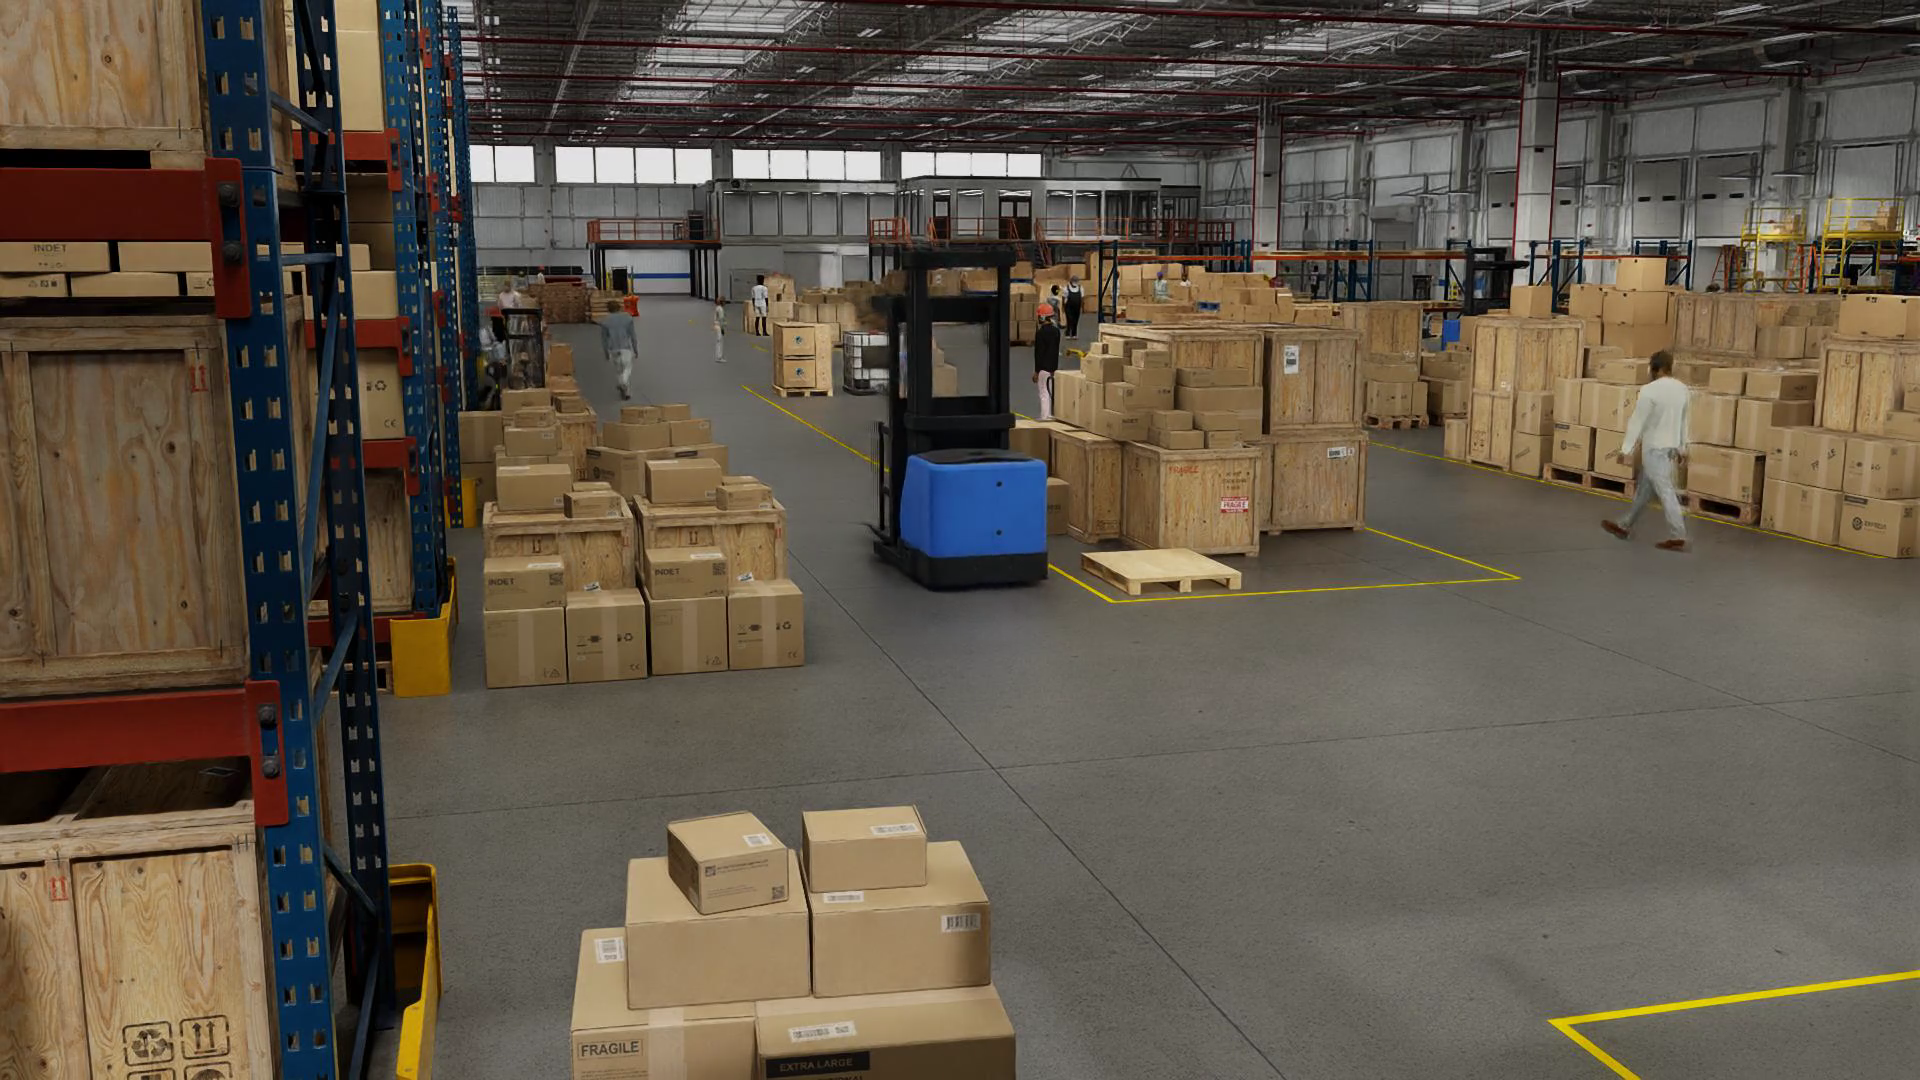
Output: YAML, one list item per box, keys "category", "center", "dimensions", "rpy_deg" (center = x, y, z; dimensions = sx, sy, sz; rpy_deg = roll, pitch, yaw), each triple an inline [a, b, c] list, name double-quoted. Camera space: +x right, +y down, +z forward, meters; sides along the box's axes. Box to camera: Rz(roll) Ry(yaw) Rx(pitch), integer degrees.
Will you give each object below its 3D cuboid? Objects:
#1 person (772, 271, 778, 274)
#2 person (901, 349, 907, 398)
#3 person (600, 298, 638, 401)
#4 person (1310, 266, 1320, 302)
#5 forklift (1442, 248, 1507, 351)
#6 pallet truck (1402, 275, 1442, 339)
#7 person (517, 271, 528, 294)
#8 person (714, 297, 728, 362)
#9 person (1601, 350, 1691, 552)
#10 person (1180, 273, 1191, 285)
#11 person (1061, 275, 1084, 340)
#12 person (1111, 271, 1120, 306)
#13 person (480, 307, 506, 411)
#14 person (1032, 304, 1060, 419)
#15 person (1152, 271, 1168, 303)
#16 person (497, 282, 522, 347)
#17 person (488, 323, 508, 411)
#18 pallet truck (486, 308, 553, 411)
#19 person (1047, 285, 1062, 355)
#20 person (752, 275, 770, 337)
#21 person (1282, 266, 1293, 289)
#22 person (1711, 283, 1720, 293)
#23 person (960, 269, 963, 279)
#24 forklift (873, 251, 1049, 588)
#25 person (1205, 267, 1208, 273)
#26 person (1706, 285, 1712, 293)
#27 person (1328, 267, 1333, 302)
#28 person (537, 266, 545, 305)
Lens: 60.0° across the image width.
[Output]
- category: "person"
  center: [-7.222, -9.524, 64.851]
  dimensions: [0.569, 1.916, 0.625]
  rpy_deg: [1, 10, 5]
- category: "person"
  center: [-0.633, -2.221, 24.101]
  dimensions: [0.317, 1.695, 0.540]
  rpy_deg: [10, 14, 44]
- category: "person"
  center: [-6.330, -3.519, 30.841]
  dimensions: [0.668, 1.913, 0.569]
  rpy_deg: [0, 10, 0]
- category: "person"
  center: [17.734, -12.755, 83.162]
  dimensions: [0.392, 1.911, 0.583]
  rpy_deg: [-7, 12, -35]
- category: "forklift"
  center: [12.484, -5.571, 39.719]
  dimensions: [1.129, 2.768, 1.873]
  rpy_deg: [-3, 10, -15]
- category: "pallet truck"
  center: [14.620, -7.324, 52.145]
  dimensions: [0.823, 1.965, 1.885]
  rpy_deg: [8, 13, 40]
- category: "person"
  center: [-20.528, -11.757, 78.017]
  dimensions: [0.497, 1.727, 0.559]
  rpy_deg: [-2, 10, -13]
- category: "person"
  center: [-5.947, -5.227, 41.319]
  dimensions: [0.314, 1.629, 0.508]
  rpy_deg: [-2, 10, -13]
- category: "person"
  center: [6.609, -0.864, 15.876]
  dimensions: [0.648, 1.883, 1.018]
  rpy_deg: [-7, 12, -33]
- category: "person"
  center: [8.445, -9.070, 62.394]
  dimensions: [0.353, 1.879, 0.567]
  rpy_deg: [-6, 12, -30]
- category: "person"
  center: [3.481, -7.155, 51.067]
  dimensions: [0.697, 2.000, 0.569]
  rpy_deg: [-2, 10, -13]
- category: "person"
  center: [6.244, -9.821, 66.602]
  dimensions: [0.358, 1.885, 0.572]
  rpy_deg: [3, 10, 16]
- category: "person"
  center: [-7.529, -2.844, 27.096]
  dimensions: [1.009, 1.892, 0.544]
  rpy_deg: [7, 12, 35]
- category: "person"
  center: [1.313, -2.621, 25.518]
  dimensions: [0.375, 1.997, 0.612]
  rpy_deg: [6, 12, 32]
- category: "person"
  center: [7.774, -9.454, 64.478]
  dimensions: [0.635, 1.911, 0.992]
  rpy_deg: [8, 13, 38]
- category: "person"
  center: [-12.904, -6.421, 47.426]
  dimensions: [0.677, 1.851, 0.993]
  rpy_deg: [3, 10, 17]
- category: "person"
  center: [-7.071, -2.554, 26.037]
  dimensions: [0.779, 1.664, 0.552]
  rpy_deg: [-2, 10, -11]
- category: "pallet truck"
  center: [-6.242, -2.418, 24.362]
  dimensions: [0.823, 1.965, 1.885]
  rpy_deg: [1, 10, 3]
- category: "person"
  center: [2.492, -5.826, 44.065]
  dimensions: [0.331, 1.860, 0.531]
  rpy_deg: [-8, 13, -38]
- category: "person"
  center: [-6.327, -7.437, 52.873]
  dimensions: [0.606, 1.966, 0.367]
  rpy_deg: [5, 11, 26]
- category: "person"
  center: [17.574, -13.814, 89.400]
  dimensions: [0.633, 1.817, 0.751]
  rpy_deg: [-5, 11, -26]
- category: "person"
  center: [19.509, -5.684, 43.092]
  dimensions: [0.674, 1.913, 0.646]
  rpy_deg: [-5, 11, -27]
- category: "person"
  center: [0.013, -11.131, 74.032]
  dimensions: [0.977, 1.890, 0.558]
  rpy_deg: [-5, 11, -28]
- category: "forklift"
  center: [0.000, -1.113, 14.477]
  dimensions: [1.129, 2.768, 1.873]
  rpy_deg: [-3, 10, -16]
- category: "person"
  center: [11.425, -11.687, 77.071]
  dimensions: [0.394, 1.920, 0.587]
  rpy_deg: [9, 14, 43]
- category: "person"
  center: [20.377, -5.999, 45.161]
  dimensions: [0.639, 1.815, 0.716]
  rpy_deg: [1, 10, 6]
- category: "person"
  center: [17.853, -12.264, 80.470]
  dimensions: [0.328, 1.876, 0.514]
  rpy_deg: [-1, 10, -3]
- category: "person"
  center: [-18.988, -11.447, 75.518]
  dimensions: [0.392, 1.988, 0.608]
  rpy_deg: [-1, 10, -3]
